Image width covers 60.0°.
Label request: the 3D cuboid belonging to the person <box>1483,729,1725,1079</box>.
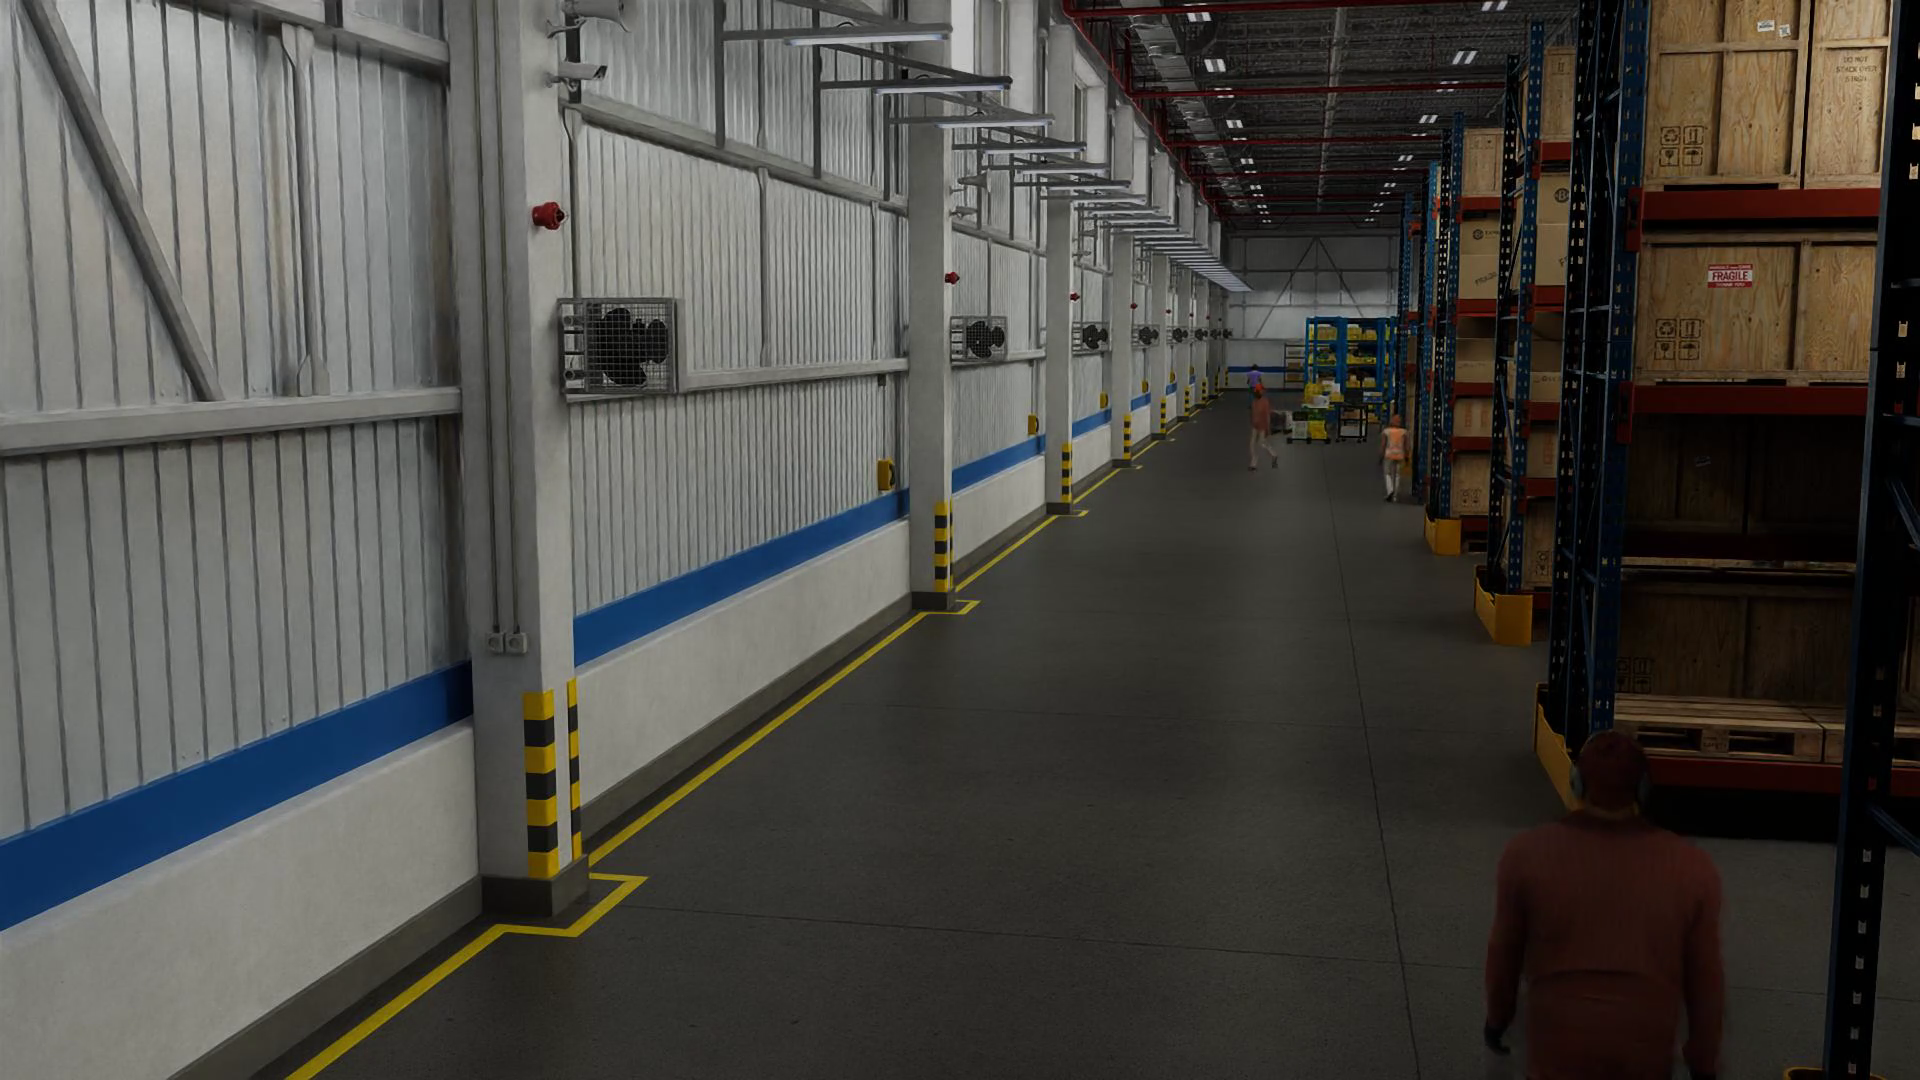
[{"bbox_3d":[1.983,1.520,5.182,0.675,1.884,0.566,2,7,14],"label":"person"}]

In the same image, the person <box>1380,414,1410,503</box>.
[{"bbox_3d":[7.925,-1.490,30.320,0.536,1.622,0.444,1,7,8],"label":"person"}]

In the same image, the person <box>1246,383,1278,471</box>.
[{"bbox_3d":[6.736,-2.508,37.085,0.727,1.971,0.624,-5,9,-37],"label":"person"}]

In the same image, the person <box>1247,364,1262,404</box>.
[{"bbox_3d":[11.908,-6.186,67.119,0.580,1.812,0.829,2,7,14],"label":"person"}]

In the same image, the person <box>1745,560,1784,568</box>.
[{"bbox_3d":[6.321,0.614,13.022,0.574,1.727,0.499,1,7,6],"label":"person"}]
